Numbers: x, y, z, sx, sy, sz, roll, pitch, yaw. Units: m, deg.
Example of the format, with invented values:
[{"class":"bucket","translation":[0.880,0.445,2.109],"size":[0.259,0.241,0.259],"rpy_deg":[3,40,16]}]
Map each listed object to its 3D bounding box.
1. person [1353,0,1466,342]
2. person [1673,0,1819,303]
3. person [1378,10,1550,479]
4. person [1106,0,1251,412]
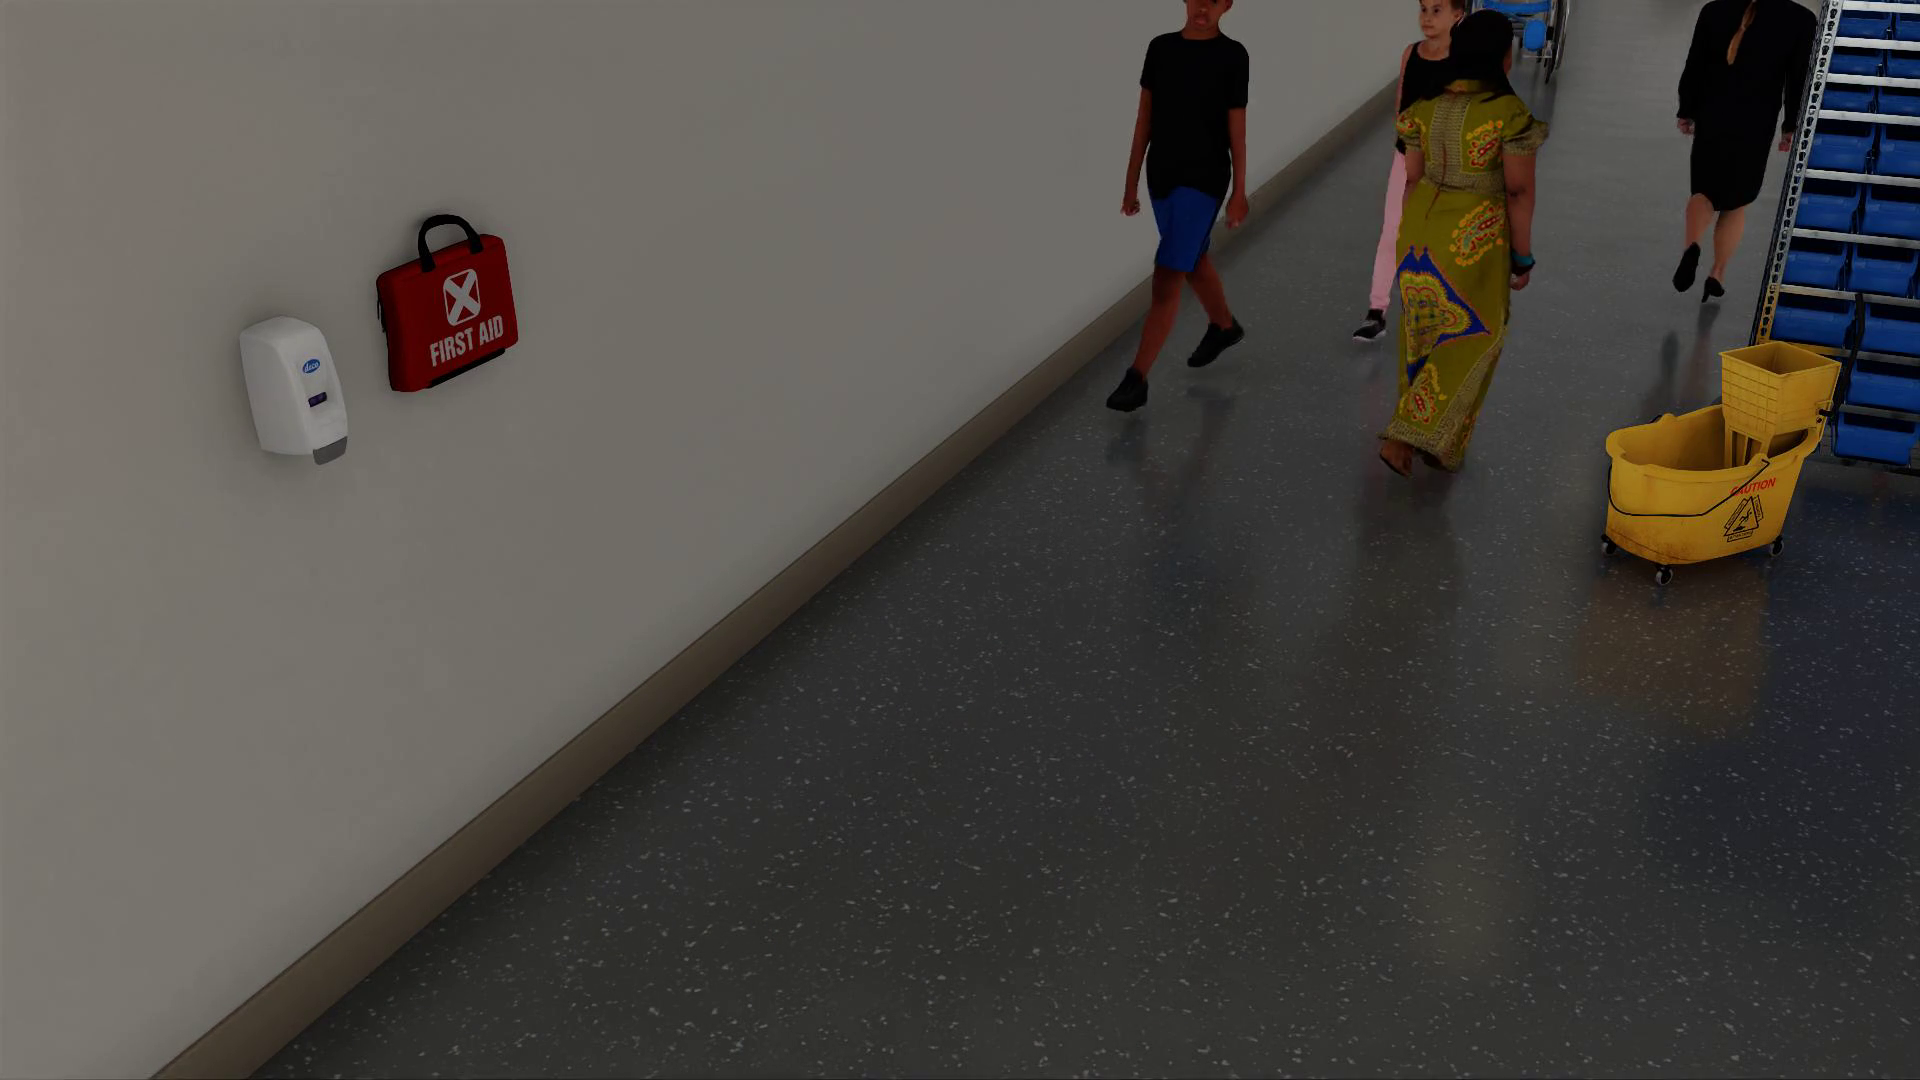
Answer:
[{"class":"person","translation":[2.099,-1.655,7.335],"size":[1.001,1.526,0.671],"rpy_deg":[17,30,31]},{"class":"person","translation":[3.528,-1.868,7.627],"size":[0.743,1.656,0.819],"rpy_deg":[17,30,31]},{"class":"person","translation":[1.697,-0.963,5.769],"size":[1.035,1.639,0.970],"rpy_deg":[23,34,39]},{"class":"person","translation":[0.951,-1.409,6.574],"size":[0.970,1.744,1.218],"rpy_deg":[-22,34,-38]}]
